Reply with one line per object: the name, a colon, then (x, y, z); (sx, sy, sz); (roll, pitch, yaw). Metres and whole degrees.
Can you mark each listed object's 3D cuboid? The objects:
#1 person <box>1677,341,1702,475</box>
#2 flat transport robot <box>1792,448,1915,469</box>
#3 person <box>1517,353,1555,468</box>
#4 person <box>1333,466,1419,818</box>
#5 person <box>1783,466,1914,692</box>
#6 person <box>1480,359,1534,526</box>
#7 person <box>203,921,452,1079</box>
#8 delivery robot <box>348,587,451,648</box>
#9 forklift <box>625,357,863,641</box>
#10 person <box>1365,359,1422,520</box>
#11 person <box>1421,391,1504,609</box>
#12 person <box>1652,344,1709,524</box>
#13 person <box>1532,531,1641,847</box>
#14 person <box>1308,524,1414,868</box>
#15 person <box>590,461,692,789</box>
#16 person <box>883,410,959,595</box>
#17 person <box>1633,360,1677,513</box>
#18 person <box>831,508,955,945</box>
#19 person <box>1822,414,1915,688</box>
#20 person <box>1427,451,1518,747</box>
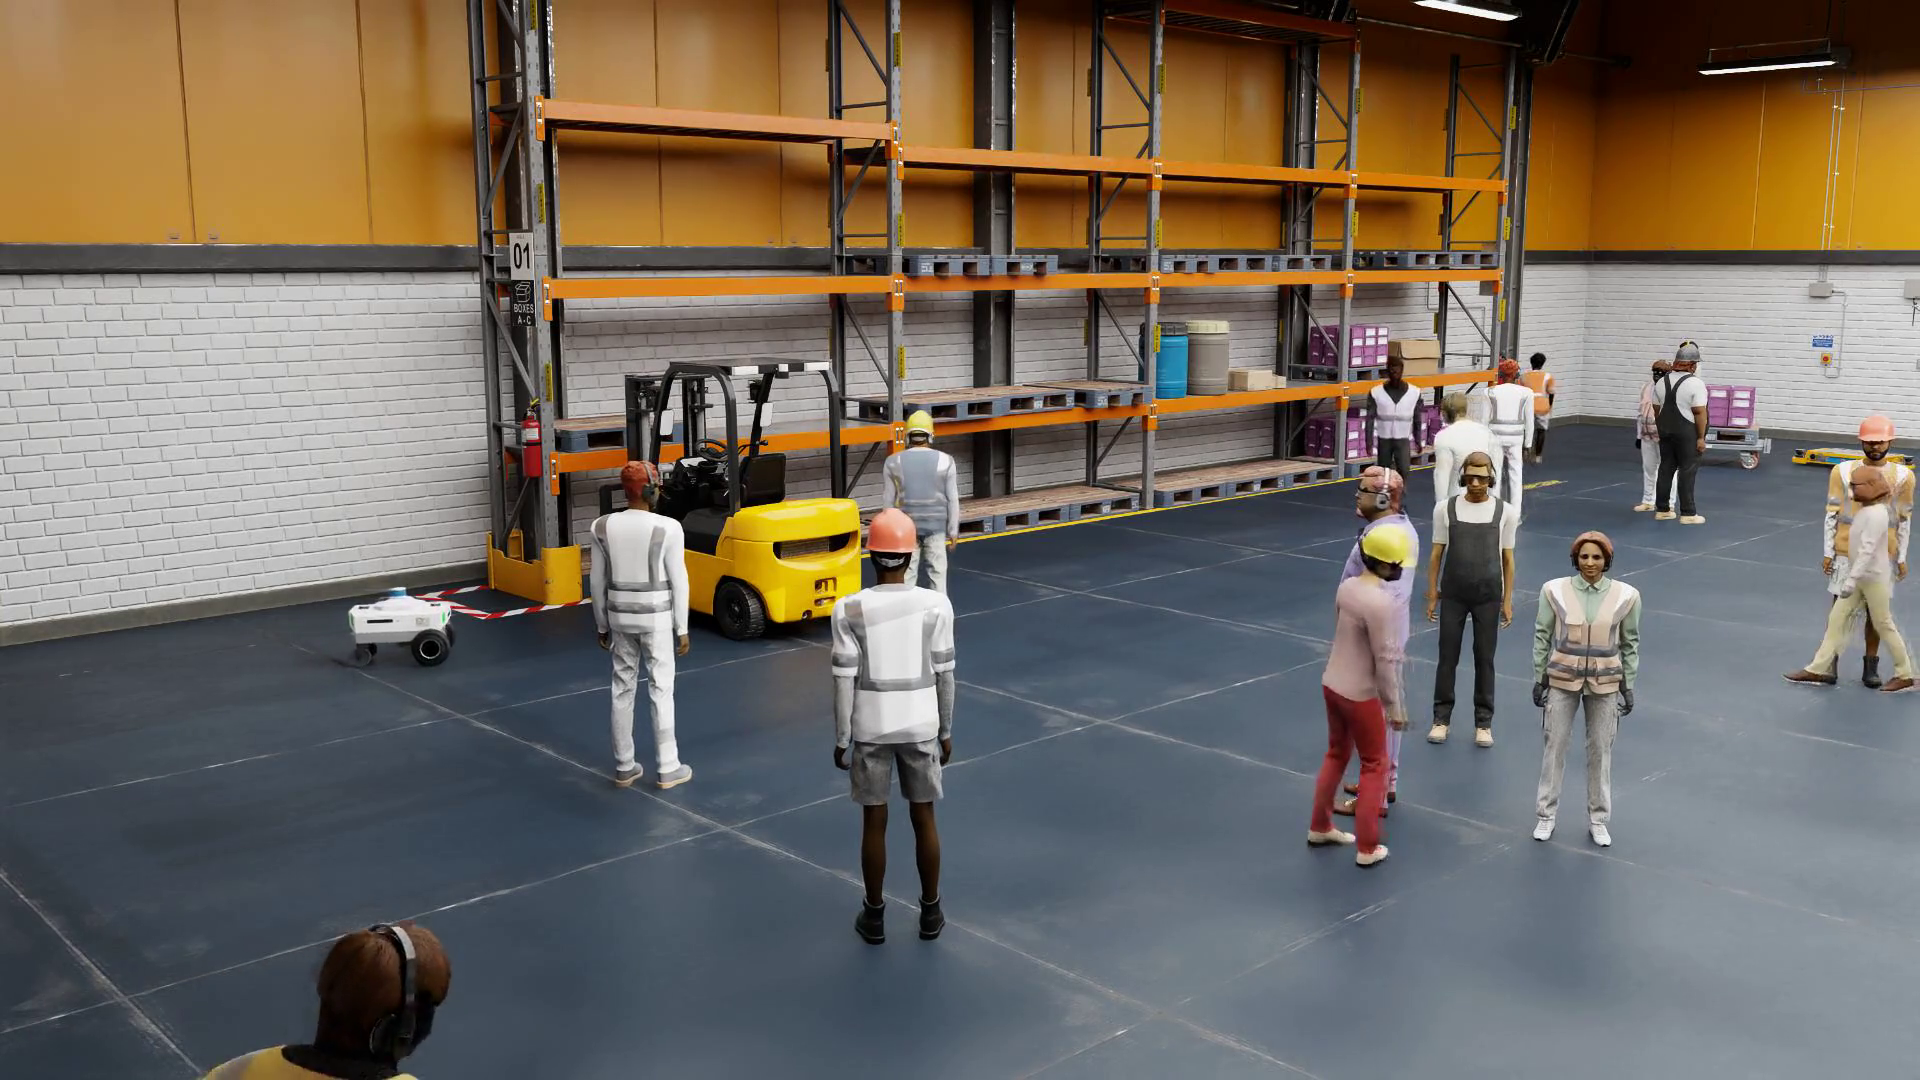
person: (10.072, -1.819, 23.051); (0.328, 1.865, 0.518); (5, 11, 29)
flat transport robot: (12.810, -1.162, 23.854); (0.652, 0.197, 1.431); (-6, 12, -33)
person: (8.277, -1.862, 23.953); (0.548, 1.626, 0.852); (5, 11, 25)
person: (2.246, 0.547, 9.054); (0.409, 1.913, 0.651); (5, 11, 26)
person: (6.302, 0.278, 11.600); (0.822, 1.594, 0.512); (2, 10, 11)
person: (6.152, -1.095, 18.749); (0.585, 1.882, 0.337); (2, 10, 13)
person: (-1.204, 1.621, 3.186); (0.673, 1.790, 0.824); (4, 10, 21)
delivery robot: (-4.190, 0.597, 12.452); (0.707, 0.478, 0.477); (-2, 10, -10)
forklift: (-1.847, -0.414, 13.852); (1.214, 2.155, 2.313); (-9, 13, -42)
person: (4.945, -1.123, 18.963); (0.647, 1.863, 0.975); (2, 10, 10)
person: (4.389, -0.326, 14.256); (0.663, 1.896, 0.881); (-7, 12, -37)
person: (8.274, -1.216, 18.999); (0.536, 2.000, 0.676); (-5, 11, -25)
person: (3.221, 0.761, 8.598); (0.519, 1.640, 0.307); (3, 10, 16)
person: (2.013, 0.763, 8.303); (0.397, 1.733, 0.558); (-2, 10, -10)
person: (-1.814, 0.485, 9.497); (0.578, 1.883, 0.349); (2, 10, 14)
person: (-0.309, -0.107, 13.113); (0.600, 1.829, 0.404); (0, 10, -2)
person: (8.221, -1.201, 19.548); (0.431, 1.835, 0.634); (-4, 11, -24)
person: (-0.295, 0.824, 7.354); (0.543, 1.939, 0.371); (-1, 10, -6)
person: (6.380, 0.079, 11.714); (0.543, 1.939, 0.360); (4, 11, 24)
person: (3.165, 0.365, 10.317); (0.514, 1.843, 0.333); (3, 10, 18)
